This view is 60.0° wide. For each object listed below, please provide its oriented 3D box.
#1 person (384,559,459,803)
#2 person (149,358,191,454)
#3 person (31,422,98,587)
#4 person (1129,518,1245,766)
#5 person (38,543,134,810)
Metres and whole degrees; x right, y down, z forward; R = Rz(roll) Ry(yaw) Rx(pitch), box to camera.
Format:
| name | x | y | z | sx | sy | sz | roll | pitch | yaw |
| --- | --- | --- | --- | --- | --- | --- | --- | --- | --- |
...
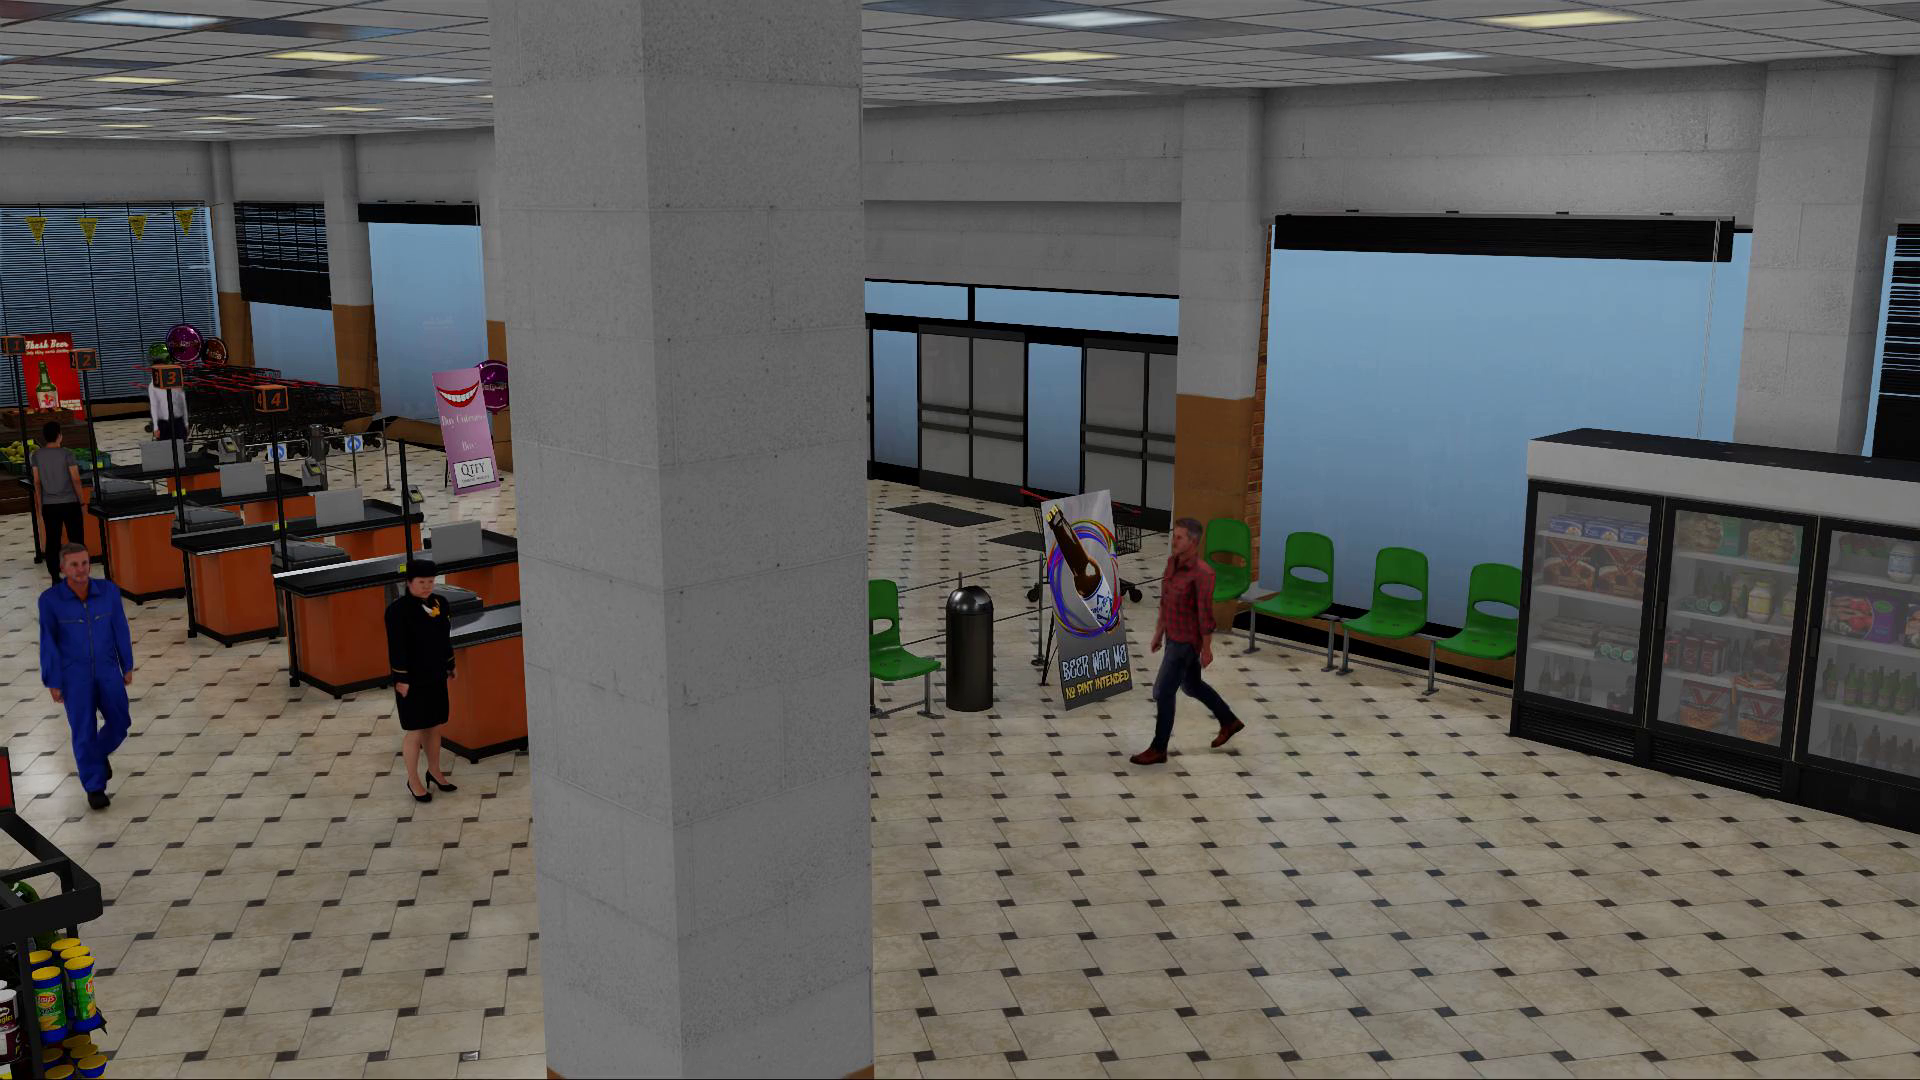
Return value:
| name | x | y | z | sx | sy | sz | roll | pitch | yaw |
| --- | --- | --- | --- | --- | --- | --- | --- | --- | --- |
| person | -3.688 | 0.947 | 11.407 | 0.824 | 1.669 | 0.670 | 7 | 14 | 28 |
| person | -10.985 | -1.603 | 23.100 | 1.214 | 1.840 | 0.907 | -7 | 14 | -30 |
| person | -9.443 | -0.373 | 17.467 | 0.686 | 1.754 | 0.768 | -1 | 12 | -6 |
| person | 1.713 | 0.736 | 12.116 | 1.311 | 1.790 | 1.079 | -3 | 12 | -15 |
| person | -5.946 | 0.896 | 11.300 | 0.770 | 1.812 | 0.810 | -11 | 16 | -42 |
